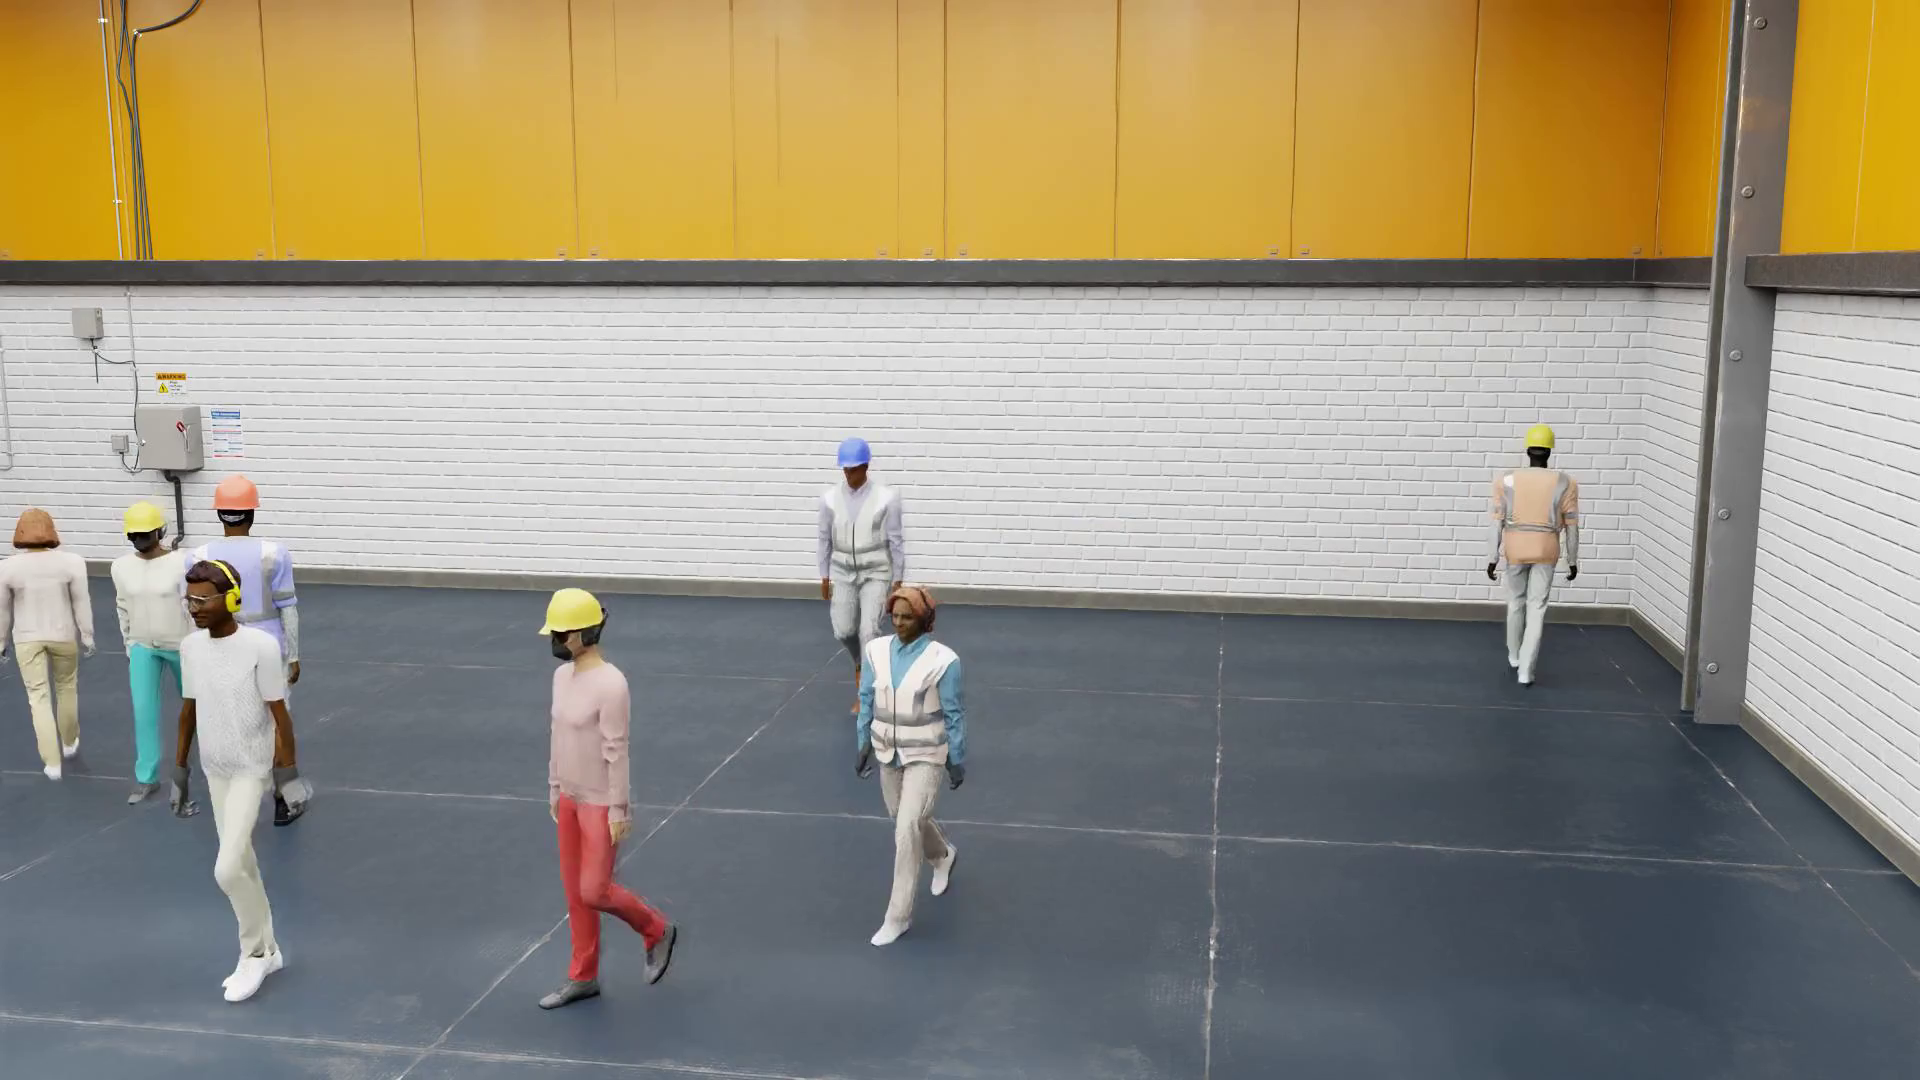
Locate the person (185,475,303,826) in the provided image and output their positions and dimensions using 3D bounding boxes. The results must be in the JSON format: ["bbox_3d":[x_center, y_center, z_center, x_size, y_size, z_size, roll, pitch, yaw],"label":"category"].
[{"bbox_3d":[-3.871,0.614,9.029,0.545,1.938,0.355,-3,10,-17],"label":"person"}]

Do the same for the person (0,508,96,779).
[{"bbox_3d":[-5.565,0.601,10.100,0.523,1.600,0.752,-6,11,-32],"label":"person"}]

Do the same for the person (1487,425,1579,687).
[{"bbox_3d":[4.276,0.091,12.359,0.613,1.891,0.890,5,10,27],"label":"person"}]

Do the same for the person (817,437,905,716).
[{"bbox_3d":[-0.667,0.220,11.525,0.621,1.922,0.643,2,9,14],"label":"person"}]

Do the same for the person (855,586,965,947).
[{"bbox_3d":[-0.204,0.987,7.741,0.518,1.610,0.806,6,11,32],"label":"person"}]

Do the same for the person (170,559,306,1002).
[{"bbox_3d":[-3.060,0.998,6.913,0.568,1.850,0.562,4,10,22],"label":"person"}]

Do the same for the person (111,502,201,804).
[{"bbox_3d":[-4.689,0.601,9.831,0.533,1.720,0.936,-1,9,-4],"label":"person"}]

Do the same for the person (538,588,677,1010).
[{"bbox_3d":[-1.497,1.054,6.848,0.492,1.752,0.546,-8,12,-42],"label":"person"}]
